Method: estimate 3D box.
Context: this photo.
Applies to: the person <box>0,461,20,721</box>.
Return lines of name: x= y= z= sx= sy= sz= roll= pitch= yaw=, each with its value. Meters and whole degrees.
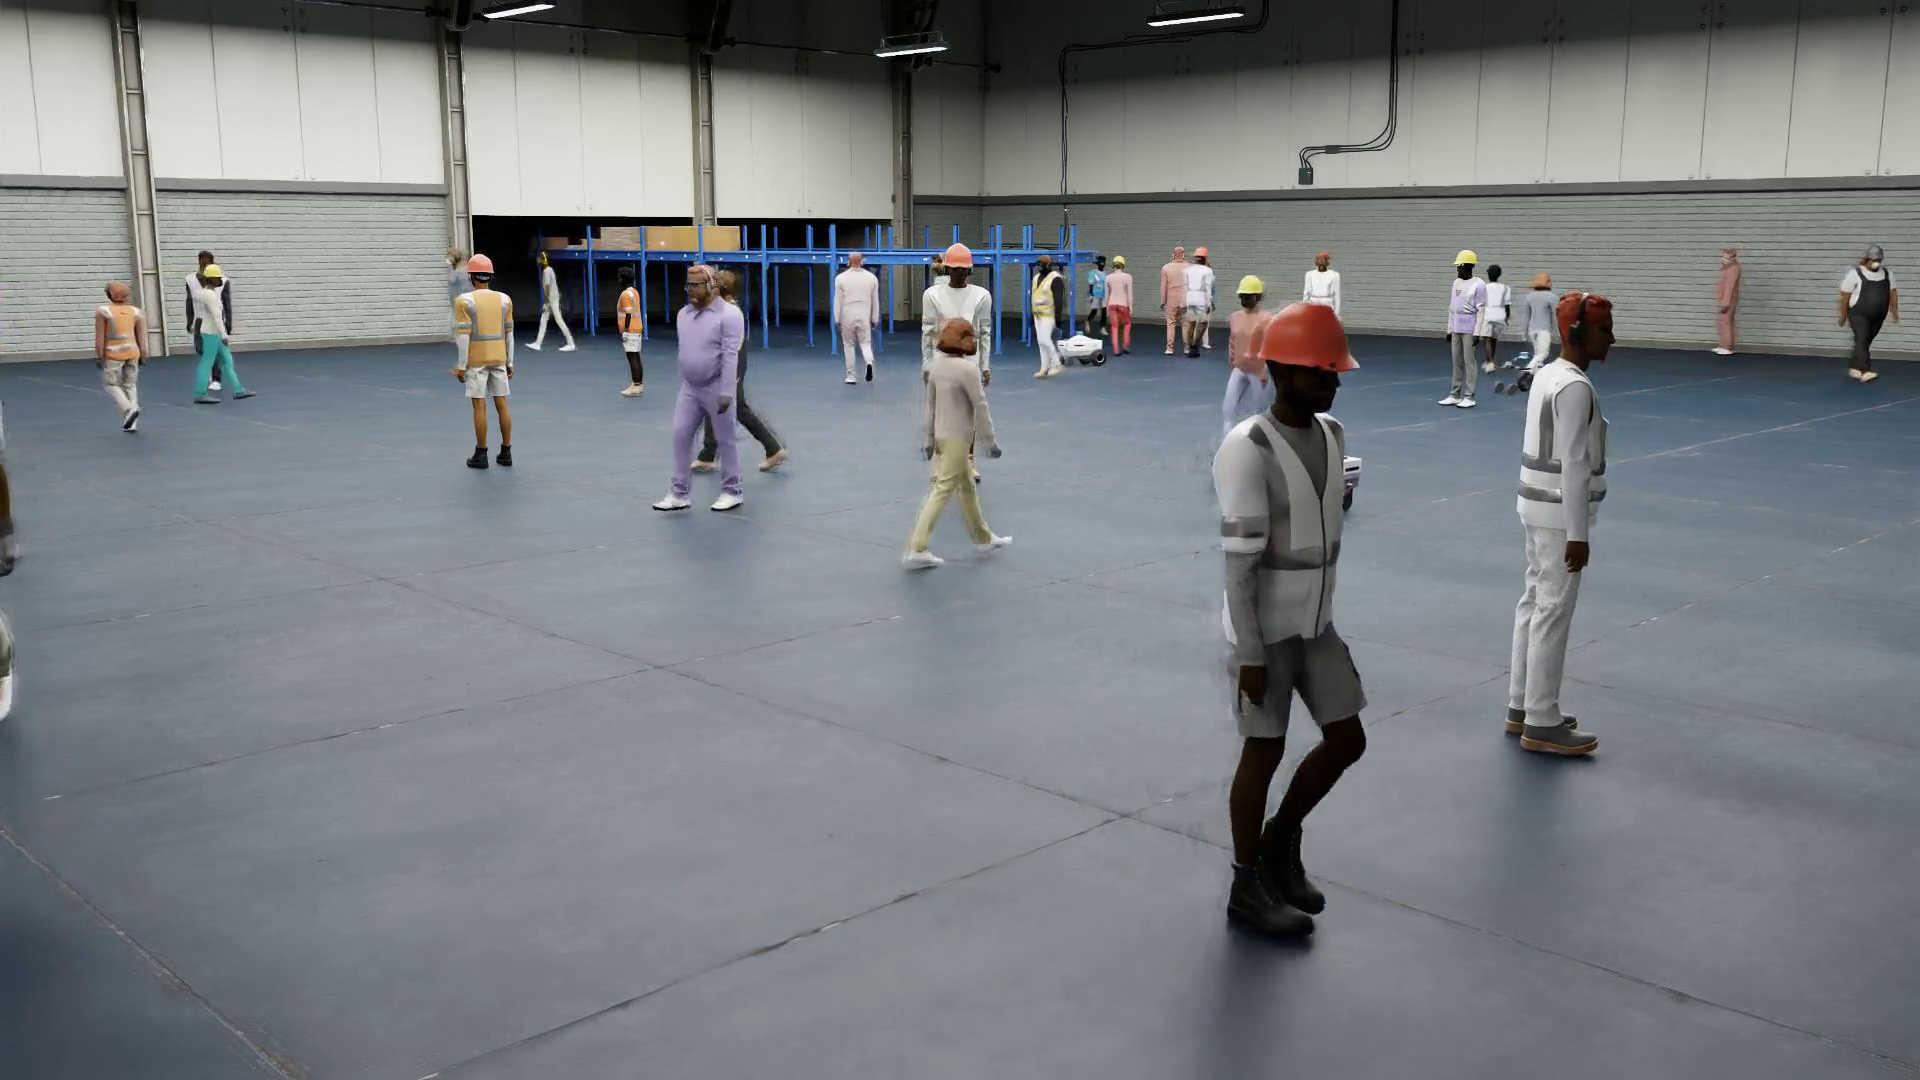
person: x=-4.184 y=-0.056 z=6.906 sx=0.529 sy=1.836 sz=0.932 roll=-3 pitch=11 yaw=-16

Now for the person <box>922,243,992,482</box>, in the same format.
person: x=-0.024 y=-1.522 z=14.328 sx=0.607 sy=2.041 sz=0.377 roll=-1 pitch=10 yaw=-7

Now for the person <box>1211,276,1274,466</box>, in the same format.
person: x=2.584 y=-1.514 z=15.101 sx=0.737 sy=1.739 sz=0.559 roll=-10 pitch=14 yaw=-42

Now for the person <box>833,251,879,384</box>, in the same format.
person: x=-1.478 y=-3.157 z=23.655 sx=0.655 sy=1.888 sz=0.580 roll=-3 pitch=11 yaw=-18

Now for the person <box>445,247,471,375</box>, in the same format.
person: x=-7.613 y=-3.481 z=25.318 sx=0.471 sy=1.926 sz=0.652 roll=-6 pitch=12 yaw=-30

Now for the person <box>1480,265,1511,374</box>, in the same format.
person: x=8.182 y=-3.393 z=25.584 sx=0.552 sy=1.657 sz=0.864 roll=0 pitch=10 yaw=-1

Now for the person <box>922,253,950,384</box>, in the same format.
person: x=-0.367 y=-3.142 z=23.682 sx=0.619 sy=1.849 sz=0.532 roll=-3 pitch=11 yaw=-16

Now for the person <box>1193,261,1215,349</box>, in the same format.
person: x=4.524 y=-4.390 z=31.065 sx=0.523 sy=1.638 sz=0.310 roll=-3 pitch=11 yaw=-15

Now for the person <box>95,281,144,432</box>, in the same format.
person: x=-8.977 y=-1.958 z=17.836 sx=0.424 sy=1.623 sz=0.530 roll=7 pitch=12 yaw=33

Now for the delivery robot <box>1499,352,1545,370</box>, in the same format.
delivery robot: x=7.604 y=-2.417 z=22.415 sx=0.698 sy=0.223 sz=0.335 roll=-4 pitch=11 yaw=-23

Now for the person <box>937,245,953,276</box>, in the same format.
person: x=-0.204 y=-5.750 z=37.754 sx=0.630 sy=1.900 sz=0.564 roll=-1 pitch=10 yaw=-8

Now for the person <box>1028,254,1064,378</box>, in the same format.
person: x=1.265 y=-3.321 z=24.714 sx=0.439 sy=1.827 sz=0.640 roll=-6 pitch=12 yaw=-29

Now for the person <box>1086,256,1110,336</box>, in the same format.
person: x=2.922 y=-5.172 z=35.180 sx=0.541 sy=1.683 sz=0.559 roll=-5 pitch=11 yaw=-24

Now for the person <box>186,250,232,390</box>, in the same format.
person: x=-10.365 y=-3.046 z=23.004 sx=0.613 sy=1.905 sz=0.542 roll=0 pitch=10 yaw=-2

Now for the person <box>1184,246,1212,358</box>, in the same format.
person: x=4.138 y=-4.137 z=28.932 sx=0.554 sy=1.918 sz=0.506 roll=7 pitch=13 yaw=34

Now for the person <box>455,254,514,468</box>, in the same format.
person: x=-4.368 y=-1.645 z=15.278 sx=0.551 sy=1.936 sz=0.357 roll=-9 pitch=14 yaw=-41

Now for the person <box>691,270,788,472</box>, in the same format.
person: x=-2.006 y=-1.505 z=14.882 sx=0.920 sy=1.814 sz=0.525 roll=-2 pitch=11 yaw=-10

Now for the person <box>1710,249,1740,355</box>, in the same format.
person: x=13.590 y=-4.221 z=29.509 sx=0.441 sy=1.879 sz=0.690 roll=2 pitch=11 yaw=13

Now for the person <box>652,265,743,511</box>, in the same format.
person: x=-1.991 y=-1.128 z=12.641 sx=0.648 sy=1.878 sz=0.846 roll=6 pitch=12 yaw=29

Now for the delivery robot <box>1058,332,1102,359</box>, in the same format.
delivery robot: x=1.963 y=-3.166 z=27.206 sx=0.707 sy=0.478 sz=0.477 roll=-5 pitch=12 yaw=-26

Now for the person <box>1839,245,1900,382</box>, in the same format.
person: x=13.322 y=-3.349 z=24.404 sx=0.686 sy=2.000 sz=1.083 roll=-1 pitch=10 yaw=-3

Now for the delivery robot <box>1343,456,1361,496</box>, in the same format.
delivery robot: x=2.773 y=-0.562 z=13.010 sx=0.477 sy=0.478 sz=0.707 roll=-10 pitch=14 yaw=-42

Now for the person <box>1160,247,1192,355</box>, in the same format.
person: x=3.877 y=-4.243 z=29.539 sx=0.651 sy=1.904 sz=0.402 roll=0 pitch=10 yaw=2

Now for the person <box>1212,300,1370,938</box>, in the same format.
person: x=0.977 y=0.253 z=4.960 sx=0.563 sy=1.920 sz=0.412 roll=-9 pitch=14 yaw=-40

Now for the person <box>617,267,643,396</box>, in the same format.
person: x=-4.373 y=-2.763 z=22.025 sx=0.317 sy=1.697 sz=0.540 roll=0 pitch=10 yaw=2

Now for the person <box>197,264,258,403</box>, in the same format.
person: x=-9.343 y=-2.610 z=21.098 sx=0.817 sy=1.734 sz=0.545 roll=-5 pitch=12 yaw=-26

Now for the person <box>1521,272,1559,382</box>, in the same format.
person: x=7.955 y=-2.881 z=22.901 sx=0.690 sy=1.607 sz=0.499 roll=-7 pitch=12 yaw=-33

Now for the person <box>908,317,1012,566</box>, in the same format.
person: x=-0.006 y=-0.641 z=10.767 sx=0.871 sy=1.587 sz=0.502 roll=-6 pitch=12 yaw=-29

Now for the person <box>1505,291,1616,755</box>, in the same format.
person: x=2.487 y=-0.079 z=6.888 sx=0.338 sy=1.882 sz=0.582 roll=1 pitch=10 yaw=7

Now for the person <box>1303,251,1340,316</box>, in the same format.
person: x=5.920 y=-3.783 z=27.191 sx=0.585 sy=1.858 sz=0.837 roll=5 pitch=12 yaw=27

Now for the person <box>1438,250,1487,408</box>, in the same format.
person: x=6.227 y=-2.607 z=20.552 sx=0.369 sy=1.928 sz=0.586 roll=-4 pitch=11 yaw=-23

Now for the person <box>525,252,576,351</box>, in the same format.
person: x=-7.502 y=-4.355 z=30.408 sx=0.926 sy=1.811 sz=0.527 roll=-4 pitch=11 yaw=-21

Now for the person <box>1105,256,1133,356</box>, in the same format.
person: x=2.818 y=-4.125 z=29.324 sx=0.540 sy=1.732 sz=0.656 roll=4 pitch=11 yaw=21
